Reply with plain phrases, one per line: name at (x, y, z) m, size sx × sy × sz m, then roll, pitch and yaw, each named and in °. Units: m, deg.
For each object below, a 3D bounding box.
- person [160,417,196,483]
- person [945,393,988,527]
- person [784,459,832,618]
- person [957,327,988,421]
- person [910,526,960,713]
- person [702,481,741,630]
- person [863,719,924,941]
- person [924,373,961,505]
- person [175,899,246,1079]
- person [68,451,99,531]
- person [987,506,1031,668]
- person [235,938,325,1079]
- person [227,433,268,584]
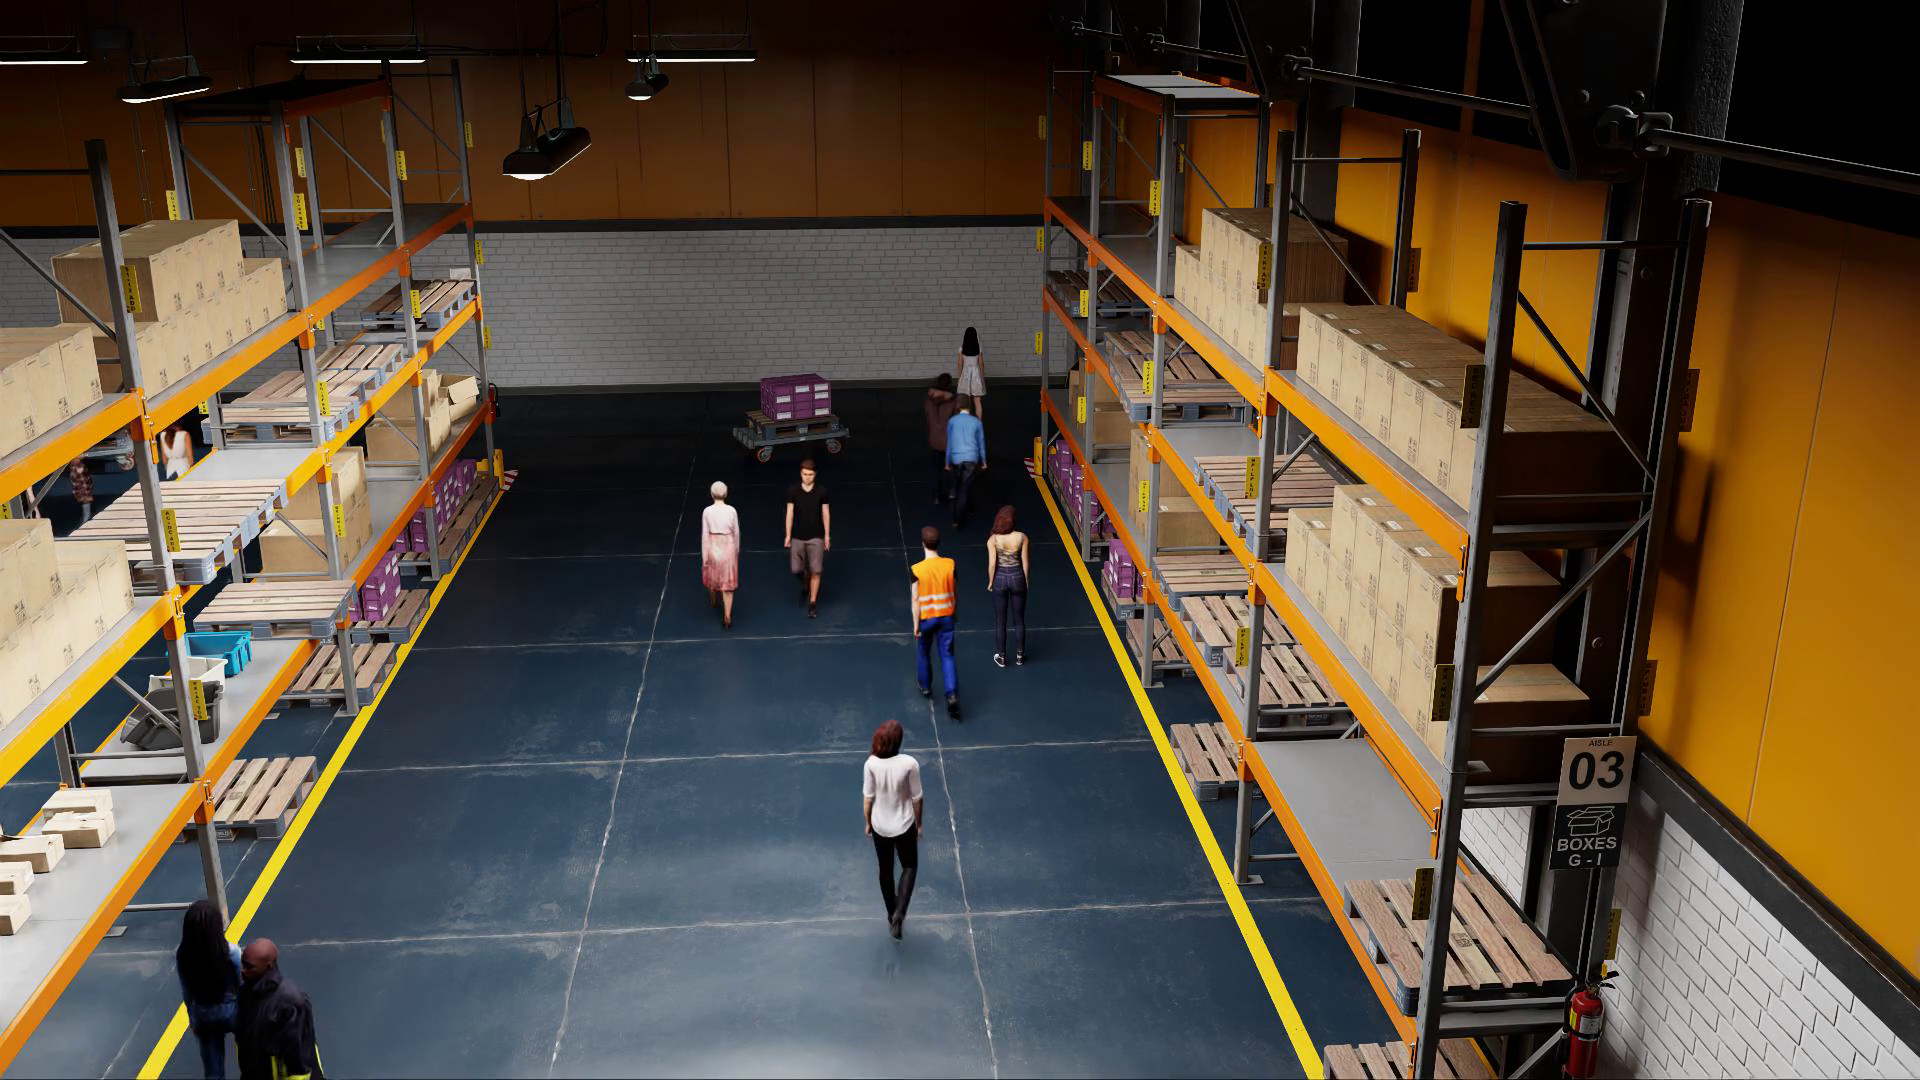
person at (-10.142, -0.799, 21.543) m, size 0.636 × 1.765 × 1.027 m, roll 0°, pitch 19°, yaw 1°
person at (0.044, -1.031, 22.237) m, size 0.949 × 1.763 × 1.224 m, roll 5°, pitch 19°, yaw 14°
person at (-1.734, -0.064, 19.219) m, size 0.753 × 1.856 × 0.816 m, roll 1°, pitch 19°, yaw 3°
person at (0.178, -2.547, 26.720) m, size 0.641 × 1.774 × 0.627 m, roll -1°, pitch 19°, yaw -3°
person at (-0.204, 0.820, 16.602) m, size 0.806 × 1.851 × 1.240 m, roll -4°, pitch 19°, yaw -13°
person at (-2.678, 0.201, 18.739) m, size 0.695 × 1.660 × 1.062 m, roll -5°, pitch 19°, yaw -14°
person at (-0.514, 2.226, 12.537) m, size 0.716 × 1.781 × 0.952 m, roll 2°, pitch 19°, yaw 5°
person at (-0.278, -1.392, 23.213) m, size 0.924 × 1.823 × 0.970 m, roll 7°, pitch 20°, yaw 21°
person at (-4.591, 3.035, 10.258) m, size 0.650 × 1.702 × 0.700 m, roll 0°, pitch 19°, yaw 0°
person at (-11.517, -0.610, 21.716) m, size 0.686 × 1.296 × 0.595 m, roll -13°, pitch 23°, yaw -34°
person at (0.528, 0.483, 17.729) m, size 0.598 × 1.770 × 0.514 m, roll -2°, pitch 19°, yaw -5°
person at (-3.934, 3.133, 9.810) m, size 1.085 × 1.801 × 1.265 m, roll 9°, pitch 21°, yaw 25°
person at (-8.658, -0.469, 20.328) m, size 0.718 × 1.916 × 1.132 m, roll -1°, pitch 19°, yaw -2°
